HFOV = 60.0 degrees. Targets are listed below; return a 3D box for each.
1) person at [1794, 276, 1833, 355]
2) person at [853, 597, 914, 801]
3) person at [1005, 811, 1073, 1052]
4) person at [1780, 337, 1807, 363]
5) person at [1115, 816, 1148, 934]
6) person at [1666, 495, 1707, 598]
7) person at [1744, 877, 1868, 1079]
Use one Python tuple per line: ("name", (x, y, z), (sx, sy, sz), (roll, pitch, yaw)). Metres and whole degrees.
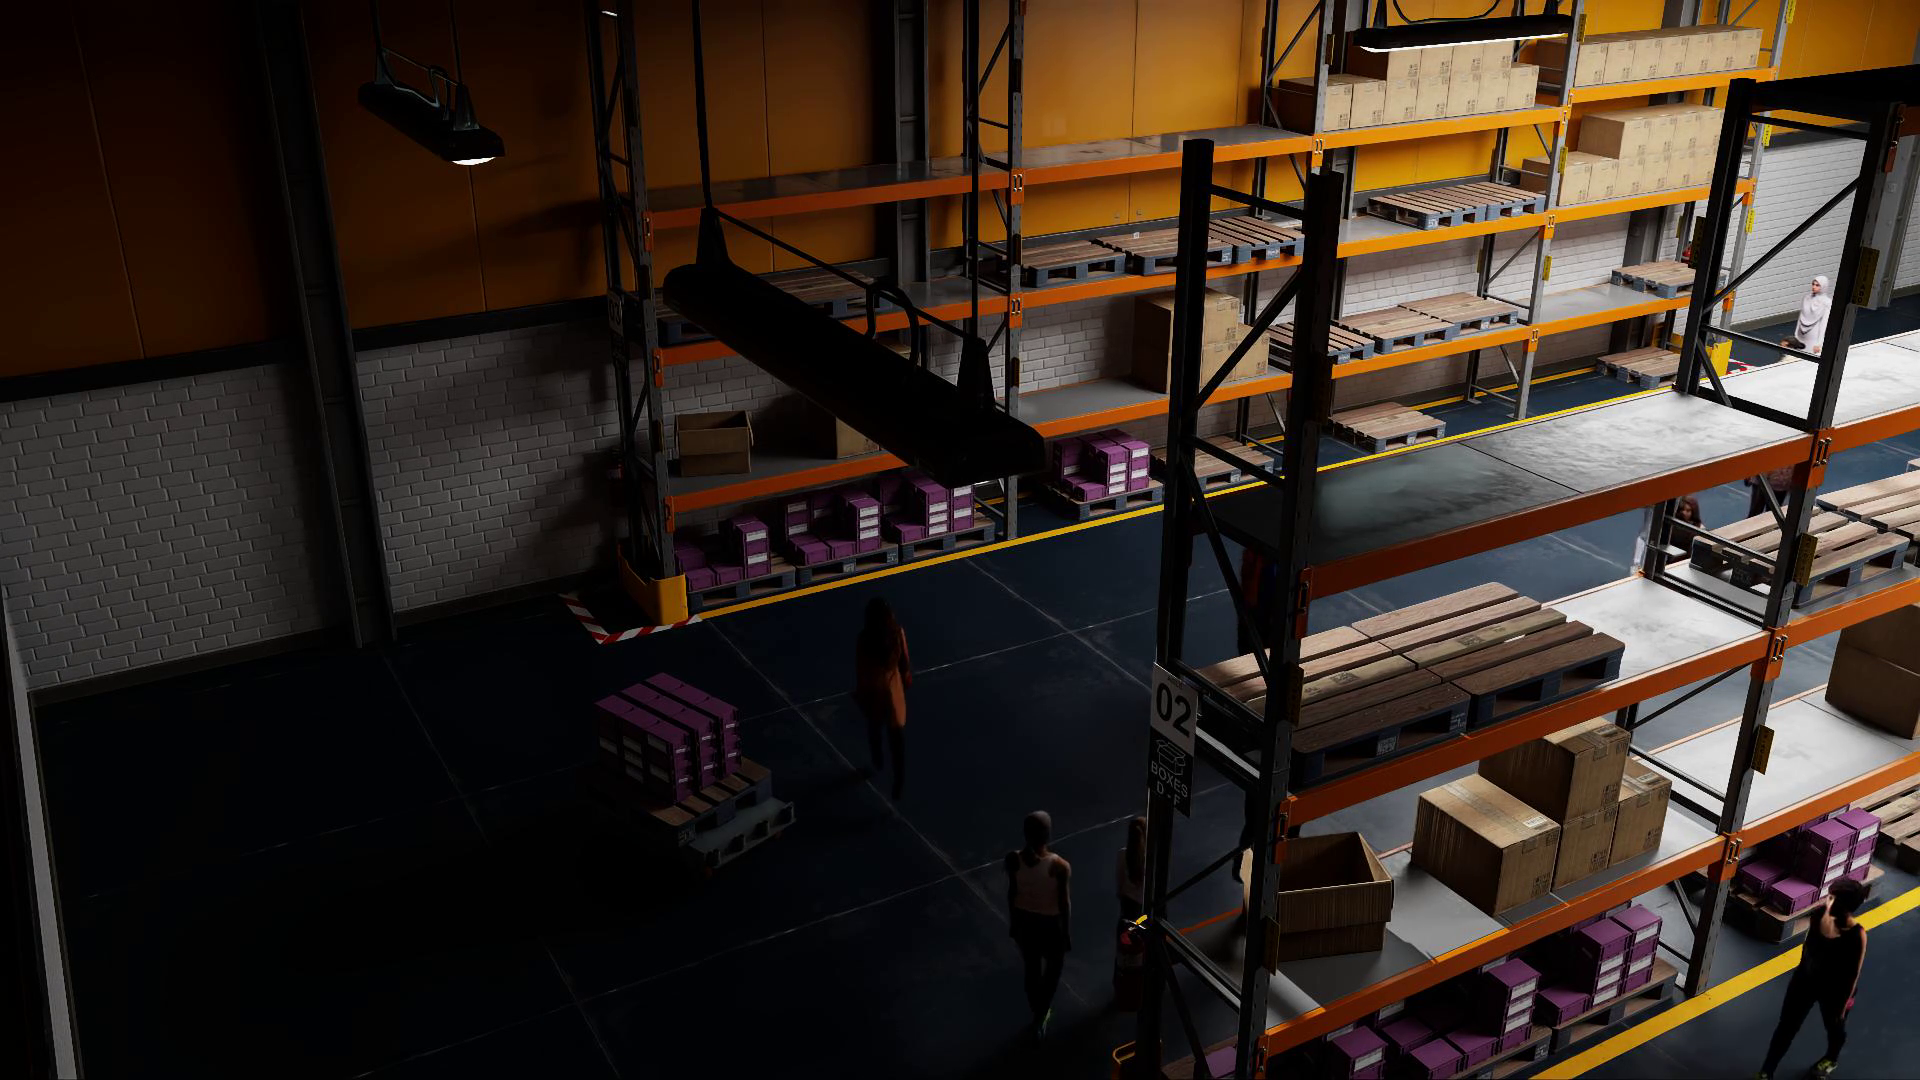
("person", (11.514, -2.701, 22.502), (0.548, 1.775, 0.618), (-11, 26, -23))
("person", (-0.595, 1.301, 13.472), (1.163, 1.676, 0.979), (-4, 24, -10))
("person", (0.466, 2.545, 10.613), (0.905, 1.687, 0.981), (9, 25, 20))
("person", (9.923, -1.609, 20.040), (0.784, 1.747, 0.732), (5, 24, 12))
("person", (1.181, 2.500, 11.270), (0.858, 1.242, 0.949), (8, 25, 18))
("person", (6.926, 0.257, 16.020), (0.664, 1.548, 0.756), (17, 29, 33))
("person", (5.429, 2.758, 10.345), (0.983, 1.511, 0.559), (-13, 27, -27))
